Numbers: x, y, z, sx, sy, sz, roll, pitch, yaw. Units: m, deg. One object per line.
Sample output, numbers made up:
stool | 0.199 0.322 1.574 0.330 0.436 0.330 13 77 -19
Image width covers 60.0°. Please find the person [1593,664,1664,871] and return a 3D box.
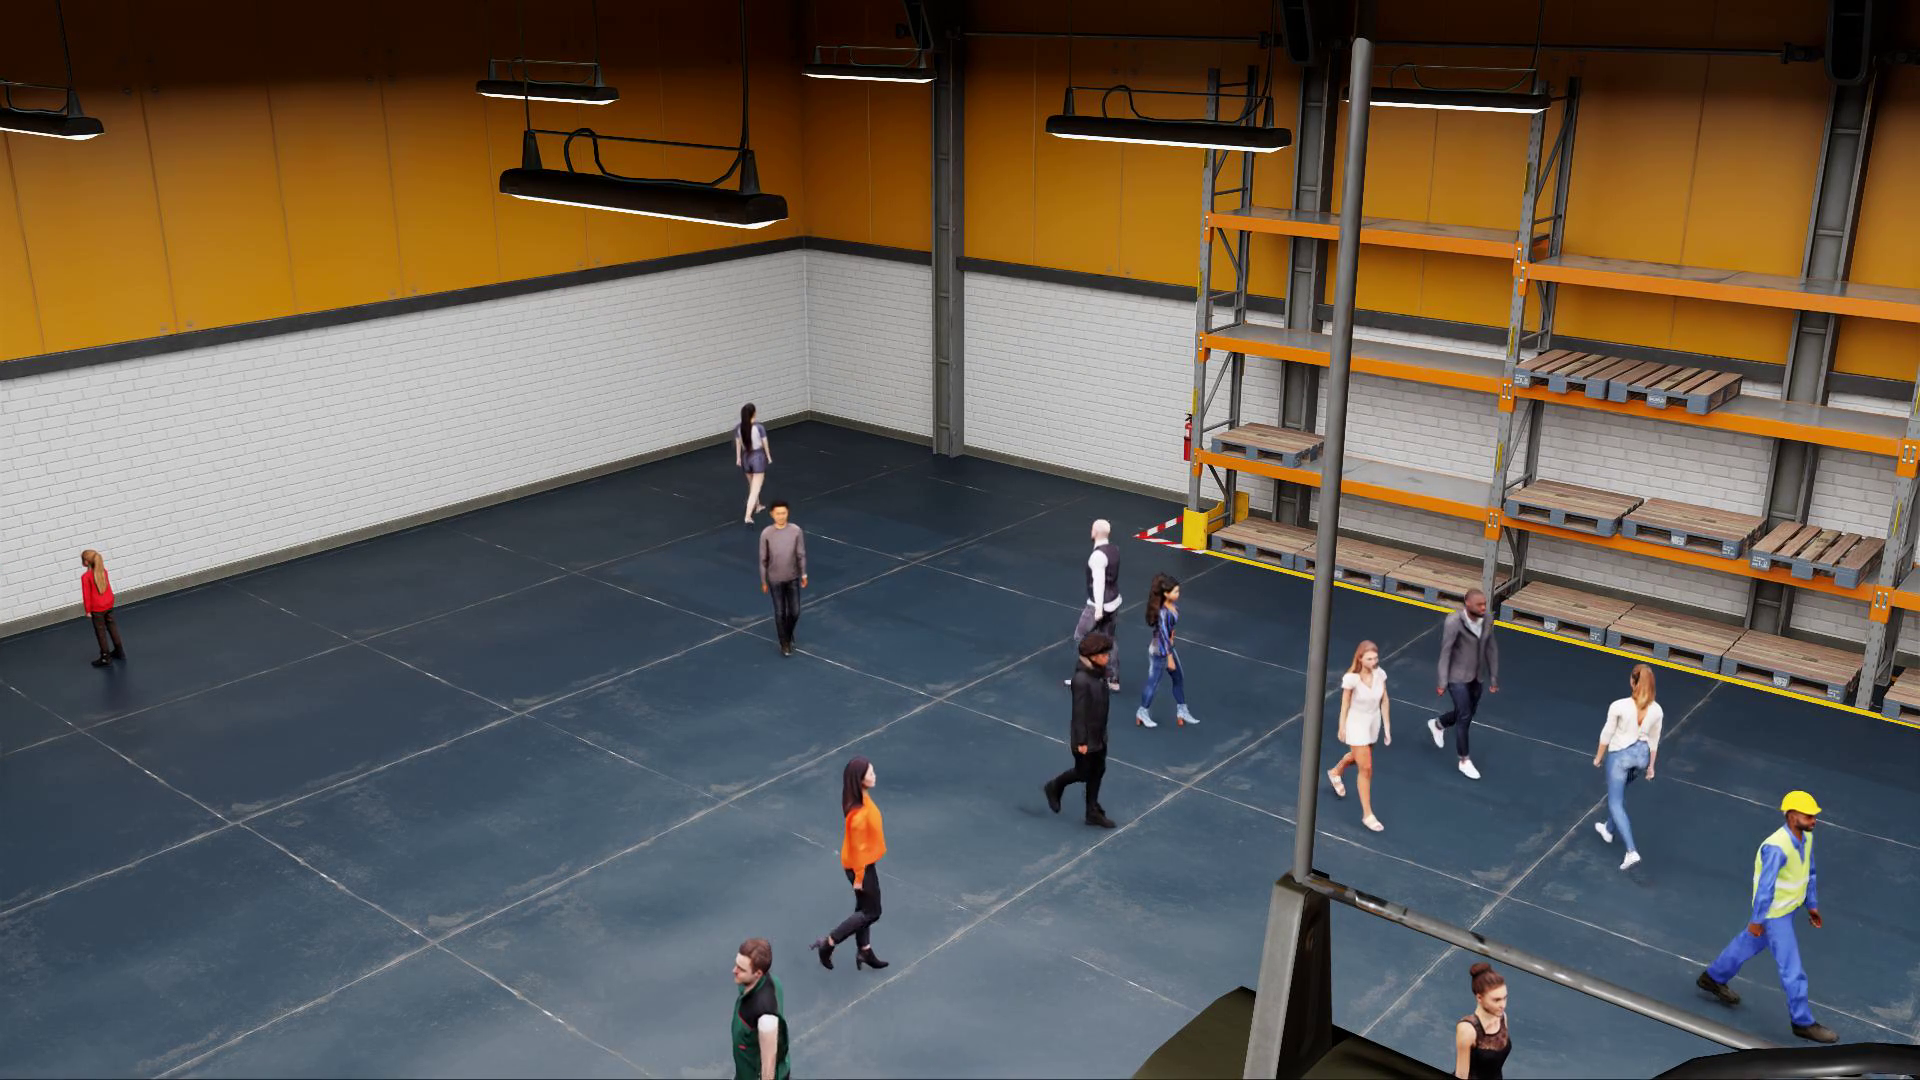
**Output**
person | 5.523 1.879 13.685 1.092 1.690 1.162 -2 19 -7

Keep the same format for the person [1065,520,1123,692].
person | 1.541 0.702 17.011 0.884 1.797 0.816 8 20 23

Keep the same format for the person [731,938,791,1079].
person | -1.072 3.147 9.750 1.122 1.798 1.171 -5 19 -14

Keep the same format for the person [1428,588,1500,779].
person | 4.622 1.251 15.395 1.060 1.790 1.221 -9 21 -26

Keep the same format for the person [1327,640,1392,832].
person | 3.462 1.620 14.510 0.967 1.654 1.235 -7 20 -21

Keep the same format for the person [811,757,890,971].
person | -0.801 2.386 12.104 0.938 1.738 0.880 -2 19 -5

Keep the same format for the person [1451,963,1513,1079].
person | 3.005 3.226 9.710 0.626 1.674 0.624 -14 23 -35

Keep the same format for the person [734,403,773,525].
person | -2.799 -0.989 22.326 1.071 1.609 0.894 7 20 20

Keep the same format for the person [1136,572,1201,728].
person | 1.889 1.093 16.163 0.963 1.597 0.840 5 19 14

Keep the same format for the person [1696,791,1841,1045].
person | 5.612 2.542 11.587 0.712 1.772 1.222 -18 25 -42

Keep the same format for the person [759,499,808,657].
person | -1.914 0.383 18.015 0.783 1.761 0.822 -8 20 -22

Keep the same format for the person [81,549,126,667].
person | -9.205 0.709 17.801 0.589 1.280 0.560 4 19 12

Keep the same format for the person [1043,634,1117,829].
person | 1.041 1.635 14.296 0.925 1.762 0.665 13 22 33
